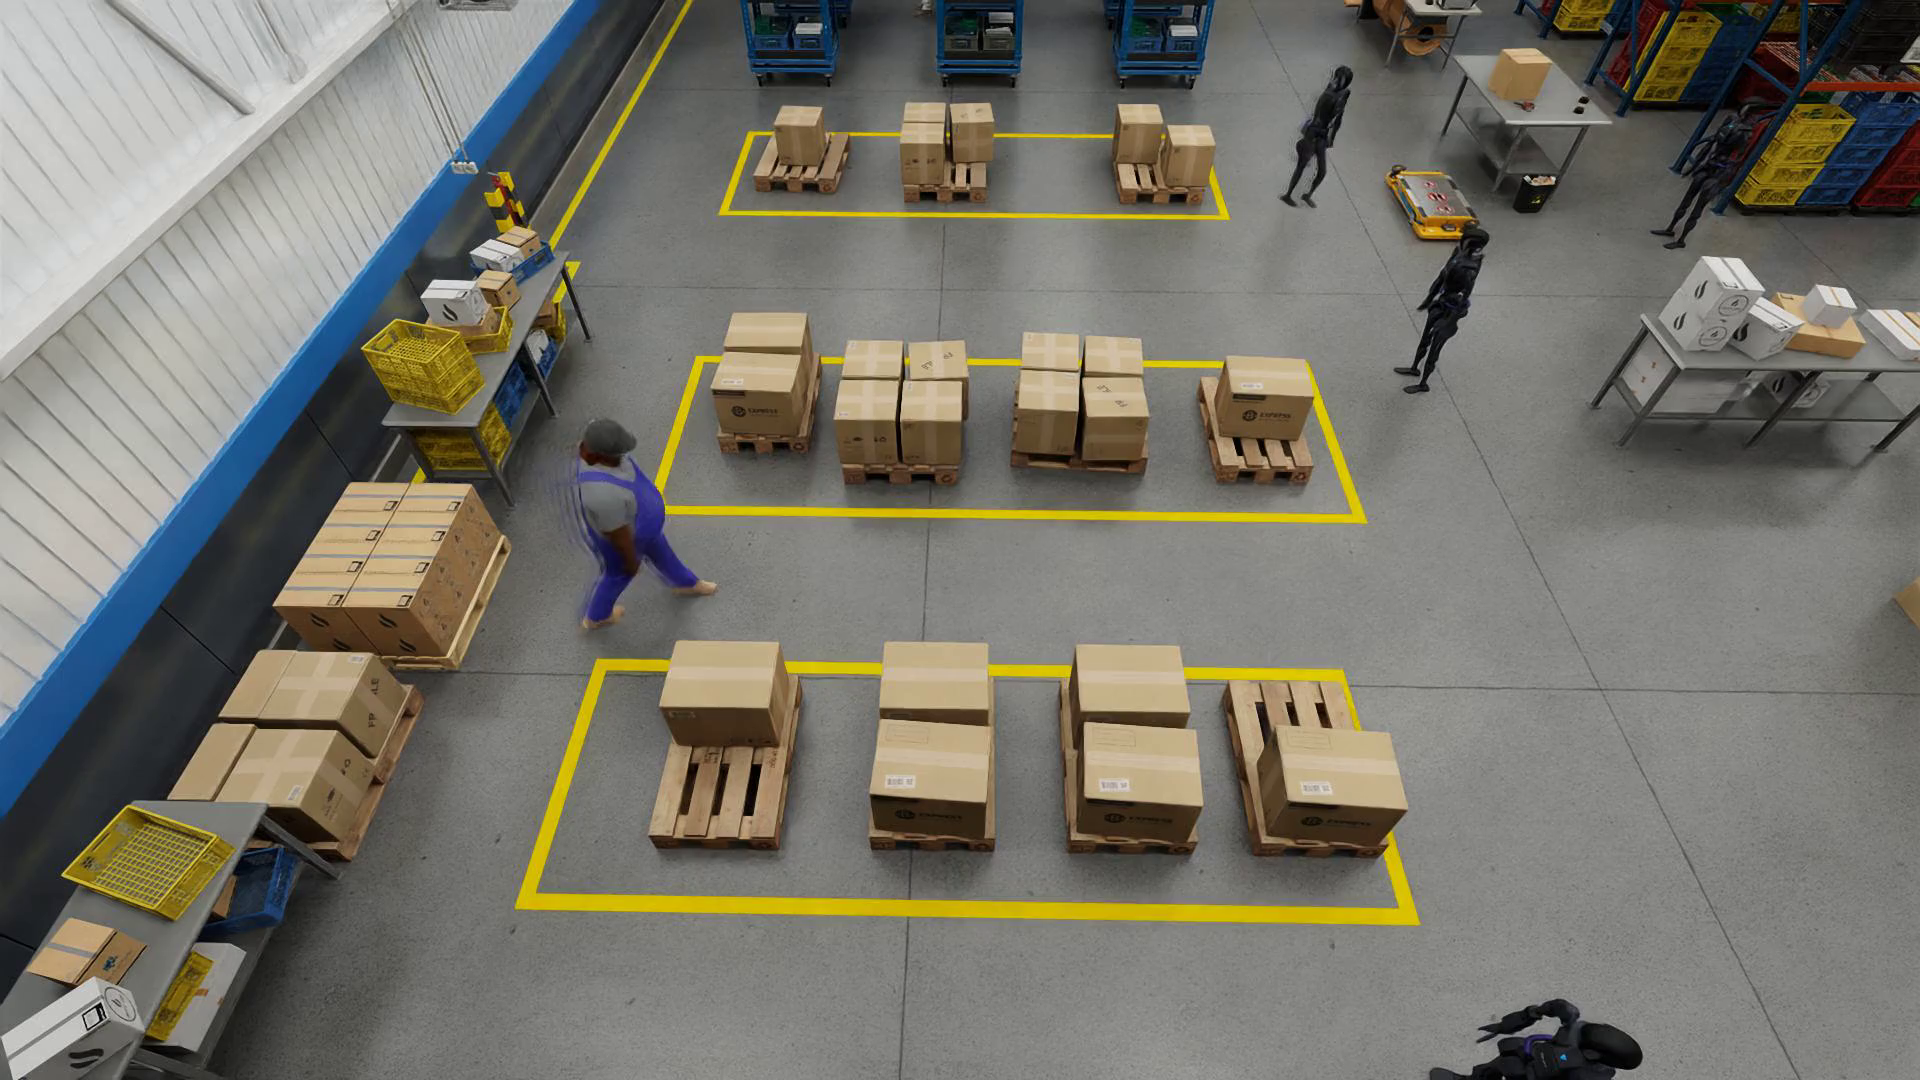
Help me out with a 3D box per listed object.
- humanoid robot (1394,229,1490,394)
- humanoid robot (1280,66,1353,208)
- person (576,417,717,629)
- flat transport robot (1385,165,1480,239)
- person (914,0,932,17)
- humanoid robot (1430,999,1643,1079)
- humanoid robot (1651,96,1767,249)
[{"bbox_3d":[4.427,-2.084,8.397,0.318,1.654,0.603,2,49,2],"label":"humanoid robot"},{"bbox_3d":[4.165,-4.618,10.603,0.621,1.634,0.585,-21,52,-17],"label":"humanoid robot"},{"bbox_3d":[-2.451,-0.128,6.473,0.981,2.000,0.731,-10,50,-9],"label":"person"},{"bbox_3d":[5.692,-4.094,11.059,0.652,0.197,1.431,1,49,1],"label":"flat transport robot"},{"bbox_3d":[-0.600,-9.407,14.609,0.361,1.882,0.573,2,49,2],"label":"person"},{"bbox_3d":[2.713,2.589,4.352,0.318,1.654,0.603,2,49,2],"label":"humanoid robot"},{"bbox_3d":[8.255,-4.022,10.075,0.318,1.654,0.603,2,49,2],"label":"humanoid robot"}]
